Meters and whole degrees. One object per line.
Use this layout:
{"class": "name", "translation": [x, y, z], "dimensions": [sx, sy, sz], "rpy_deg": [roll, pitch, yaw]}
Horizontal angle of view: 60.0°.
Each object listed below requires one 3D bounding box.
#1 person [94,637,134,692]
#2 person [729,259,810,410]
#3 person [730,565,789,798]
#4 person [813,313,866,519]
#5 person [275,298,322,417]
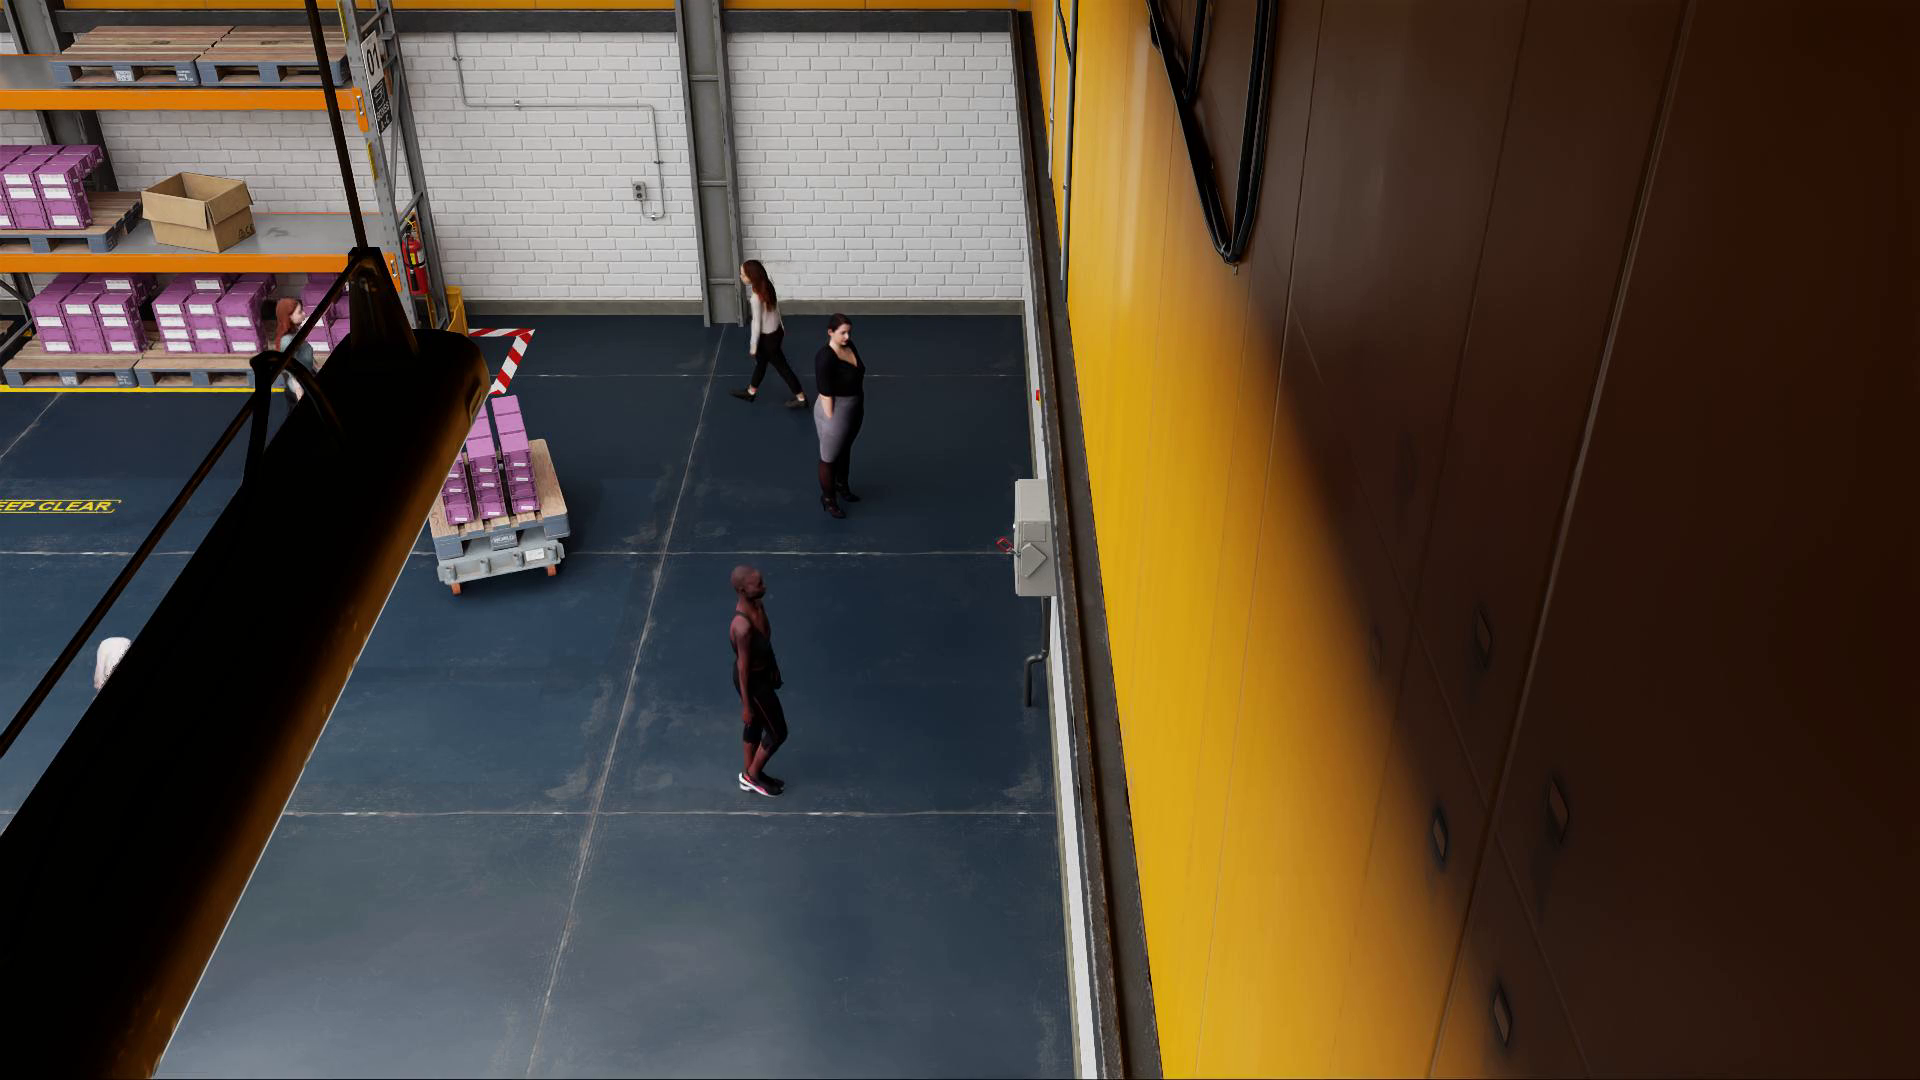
{"class": "person", "translation": [-4.945, 1.309, 9.904], "dimensions": [1.023, 1.672, 0.915], "rpy_deg": [-23, 40, -31]}
{"class": "person", "translation": [-1.610, -1.799, 14.787], "dimensions": [0.993, 1.442, 0.659], "rpy_deg": [7, 34, 11]}
{"class": "person", "translation": [-1.383, 0.899, 10.448], "dimensions": [0.578, 1.752, 0.619], "rpy_deg": [2, 34, 2]}
{"class": "person", "translation": [-0.986, -1.019, 13.330], "dimensions": [0.764, 1.756, 0.758], "rpy_deg": [14, 36, 20]}
{"class": "person", "translation": [-5.433, -1.153, 13.589], "dimensions": [1.218, 1.693, 0.886], "rpy_deg": [-12, 35, -17]}
